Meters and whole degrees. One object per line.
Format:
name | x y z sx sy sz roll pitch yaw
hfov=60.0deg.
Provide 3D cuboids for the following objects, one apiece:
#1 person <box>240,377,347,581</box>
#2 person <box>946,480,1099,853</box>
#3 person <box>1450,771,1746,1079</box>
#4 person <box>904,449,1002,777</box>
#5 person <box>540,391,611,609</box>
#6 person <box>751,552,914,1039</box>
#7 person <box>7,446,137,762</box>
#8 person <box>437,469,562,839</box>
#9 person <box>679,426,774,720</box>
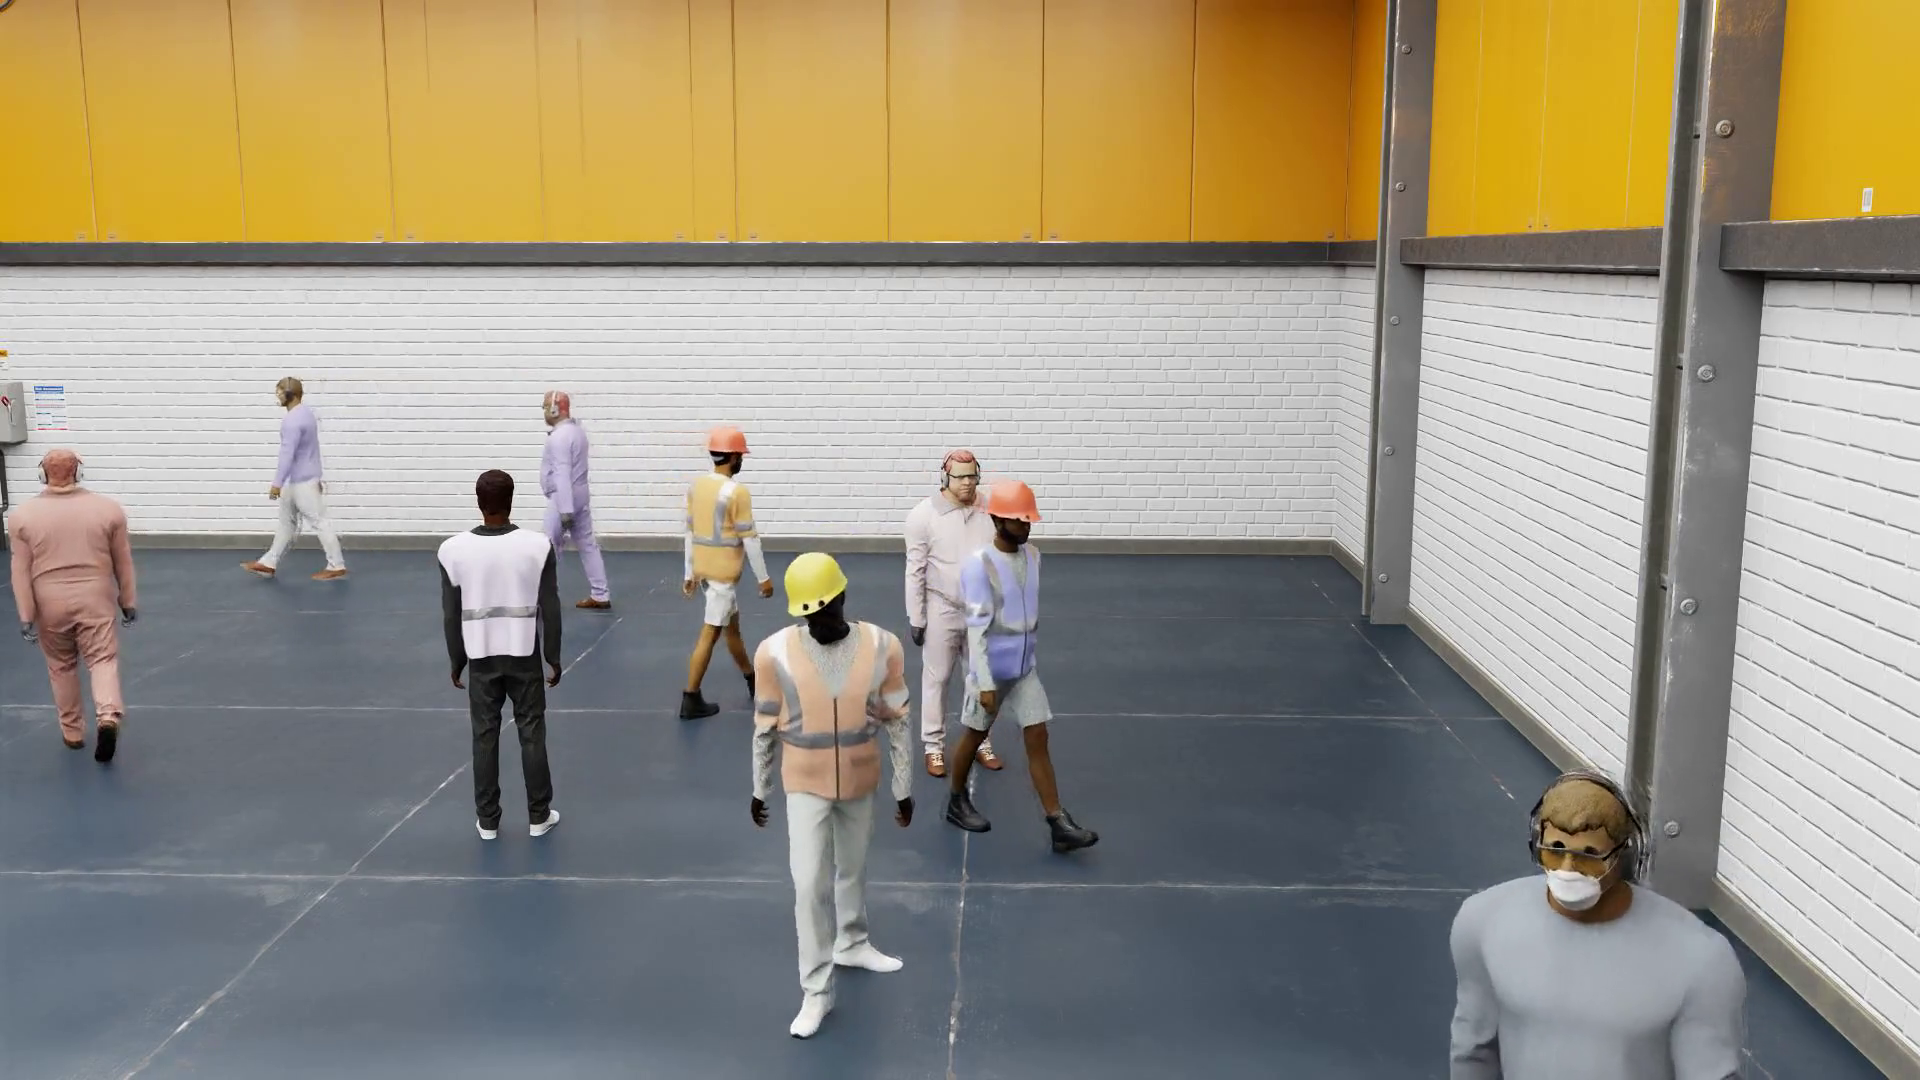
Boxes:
person | -6.152 -0.538 15.224 1.003 1.890 0.639 -3 10 -15
person | 0.255 0.634 8.394 0.569 1.880 1.009 -9 13 -42
person | 1.398 1.429 3.742 0.645 1.895 1.013 5 11 29
person | 0.001 0.419 9.608 0.640 1.902 0.402 -4 11 -23
person | -3.421 -0.319 14.026 0.956 1.857 0.684 1 10 5
person | -0.490 0.949 6.596 0.637 1.874 0.674 -3 10 -15
person | -5.259 0.379 9.905 0.652 1.879 0.844 -6 11 -31
person | -2.342 0.593 8.537 0.592 1.917 0.392 -2 10 -9
person | -1.498 0.198 10.917 0.960 1.884 0.561 -8 13 -41
